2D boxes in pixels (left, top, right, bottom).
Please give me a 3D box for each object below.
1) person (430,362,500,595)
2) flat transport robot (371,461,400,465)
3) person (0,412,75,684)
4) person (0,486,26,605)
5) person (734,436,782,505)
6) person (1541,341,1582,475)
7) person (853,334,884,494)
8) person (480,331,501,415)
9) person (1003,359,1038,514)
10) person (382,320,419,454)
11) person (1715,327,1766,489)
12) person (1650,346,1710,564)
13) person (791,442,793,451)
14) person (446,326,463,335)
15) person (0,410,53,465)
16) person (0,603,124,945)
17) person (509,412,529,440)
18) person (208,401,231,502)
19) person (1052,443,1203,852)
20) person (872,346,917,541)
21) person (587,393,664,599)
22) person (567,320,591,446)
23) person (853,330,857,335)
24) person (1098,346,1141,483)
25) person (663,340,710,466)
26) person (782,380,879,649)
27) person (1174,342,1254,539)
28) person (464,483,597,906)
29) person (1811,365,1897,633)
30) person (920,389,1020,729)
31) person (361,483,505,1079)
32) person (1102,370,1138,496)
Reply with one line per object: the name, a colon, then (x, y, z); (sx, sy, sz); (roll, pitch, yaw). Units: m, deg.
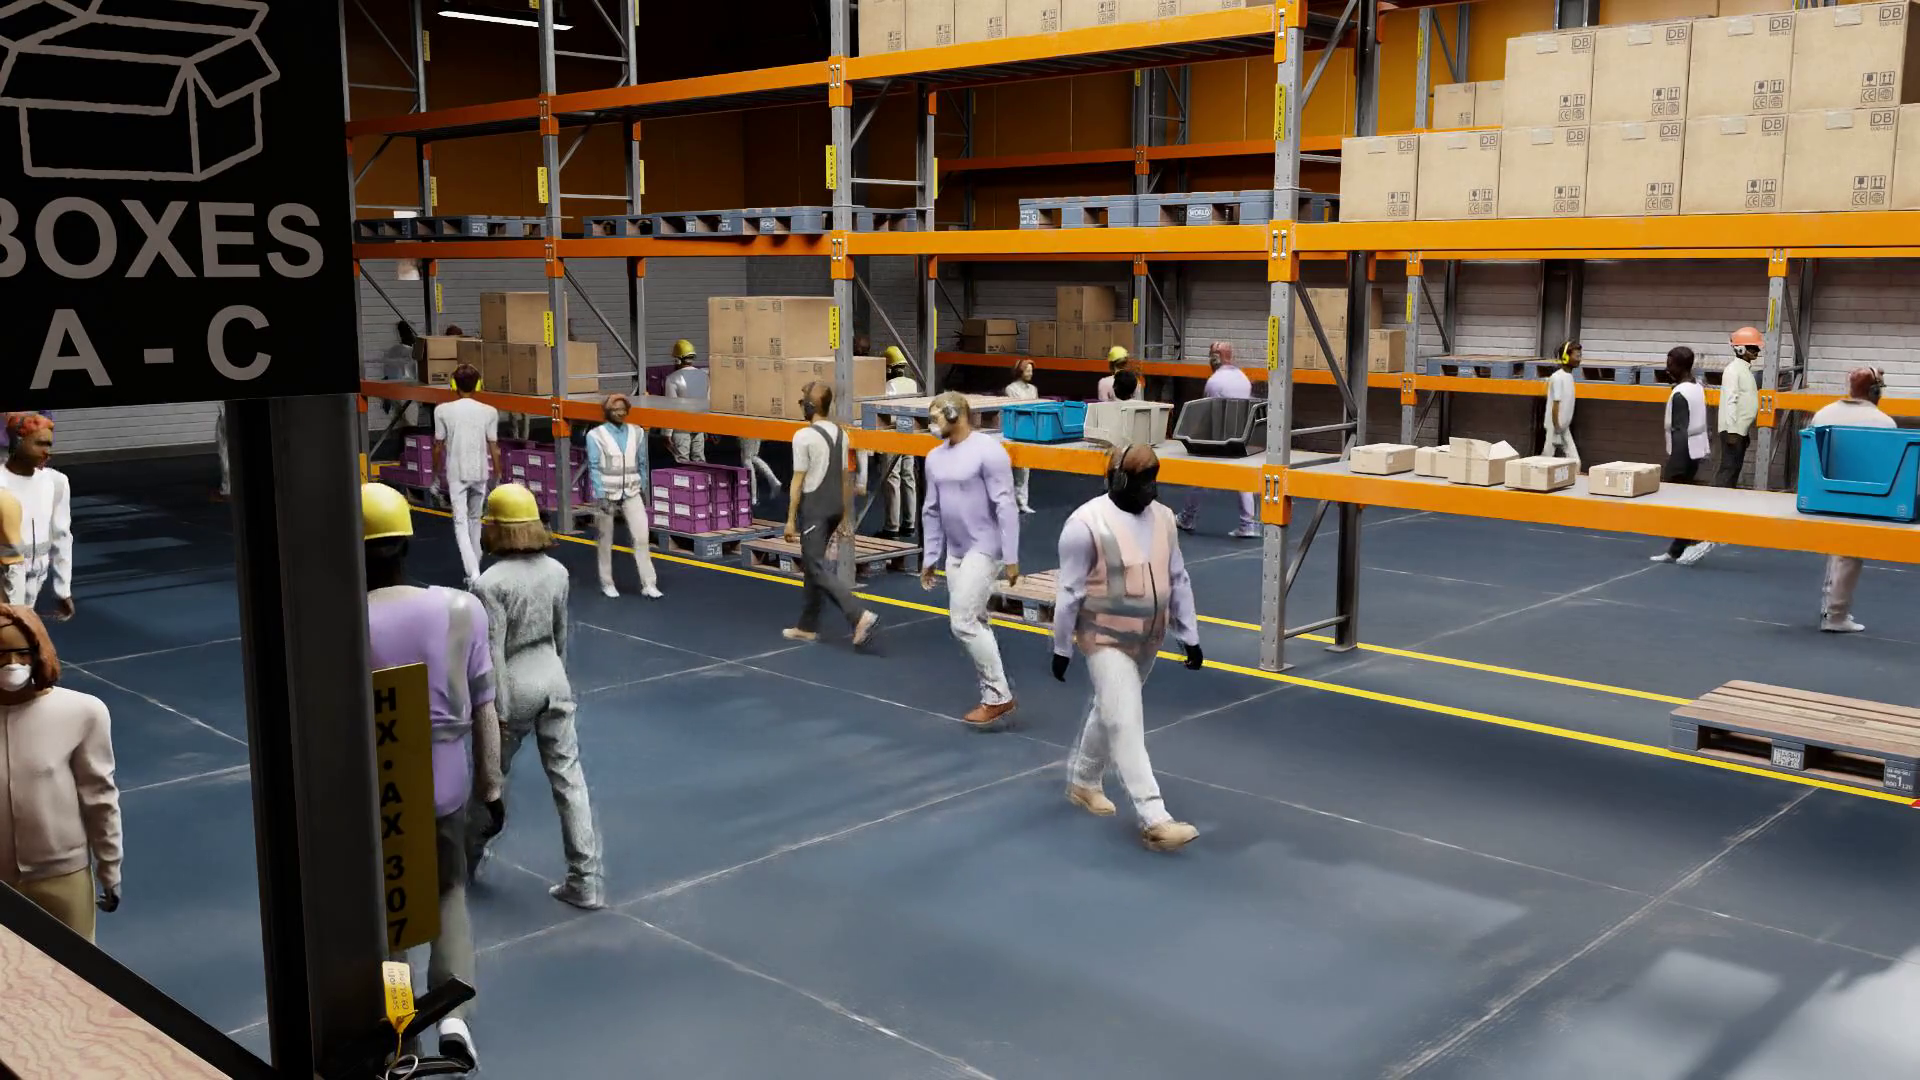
person: (-3.854, -0.472, 13.037); (0.513, 1.842, 0.887); (-6, 11, -31)
flat transport robot: (-6.910, -0.818, 19.939); (1.431, 0.197, 0.652); (-2, 10, -13)
person: (-4.827, 0.256, 8.595); (0.903, 1.825, 0.579); (3, 10, 17)
person: (-4.540, 0.368, 7.602); (0.543, 1.928, 0.372); (2, 9, 13)
person: (-2.219, -1.175, 18.011); (0.420, 1.615, 0.526); (4, 10, 25)
person: (6.158, -1.158, 17.287); (0.935, 1.835, 0.529); (7, 12, 36)
person: (-1.067, -1.418, 18.850); (0.531, 1.831, 0.629); (2, 9, 13)
person: (-6.804, -2.249, 24.192); (0.560, 1.741, 0.539); (-6, 11, -31)
person: (0.660, -1.071, 17.314); (0.371, 1.626, 0.536); (7, 12, 37)
person: (-6.746, -1.745, 20.541); (0.697, 1.924, 0.789); (6, 11, 32)
person: (7.611, -1.079, 16.265); (0.379, 1.996, 0.611); (7, 11, 35)
person: (6.213, -0.713, 14.336); (0.436, 1.898, 0.597); (7, 12, 36)
person: (-1.531, -1.204, 17.305); (0.636, 1.915, 0.444); (-3, 10, -16)
person: (-6.497, -1.845, 21.484); (0.997, 1.821, 0.664); (5, 11, 28)
person: (-8.518, -0.899, 15.012); (0.605, 2.045, 0.378); (-1, 9, -7)
person: (-2.685, 0.978, 4.795); (0.502, 1.629, 0.274); (-5, 10, -26)
person: (-6.209, -2.185, 23.524); (0.532, 1.840, 0.440); (-3, 10, -17)
person: (-7.830, -1.328, 18.129); (0.896, 1.896, 0.652); (2, 10, 14)
person: (0.780, 0.457, 7.499); (0.662, 1.783, 1.003); (-7, 12, -37)
person: (-0.617, -0.911, 15.734); (0.404, 1.833, 0.586); (7, 12, 37)
person: (-2.582, -0.319, 12.780); (0.517, 1.605, 0.789); (-7, 11, -36)
person: (-5.654, -2.281, 24.011); (0.554, 1.880, 0.651); (-6, 11, -31)
person: (-1.695, -2.314, 23.702); (0.538, 2.000, 0.686); (6, 11, 33)
person: (1.731, -1.193, 17.750); (0.529, 1.750, 0.642); (-4, 10, -24)
person: (-2.859, -1.173, 17.381); (0.403, 1.826, 0.595); (8, 12, 39)
person: (-0.884, -0.160, 11.173); (0.821, 1.825, 0.516); (6, 11, 31)
person: (2.439, -0.958, 15.927); (0.648, 1.856, 1.005); (-9, 13, -43)
person: (-1.815, 0.615, 6.768); (0.893, 1.692, 0.512); (6, 11, 34)
person: (6.351, -0.284, 11.723); (0.591, 1.885, 0.669); (-3, 10, -19)
person: (0.066, 0.111, 9.307); (0.461, 1.890, 0.727); (-6, 11, -31)
person: (-1.727, 0.776, 5.149); (0.612, 1.911, 0.436); (-5, 11, -29)
person: (1.497, -0.725, 15.146); (0.887, 1.642, 0.549); (7, 11, 36)
